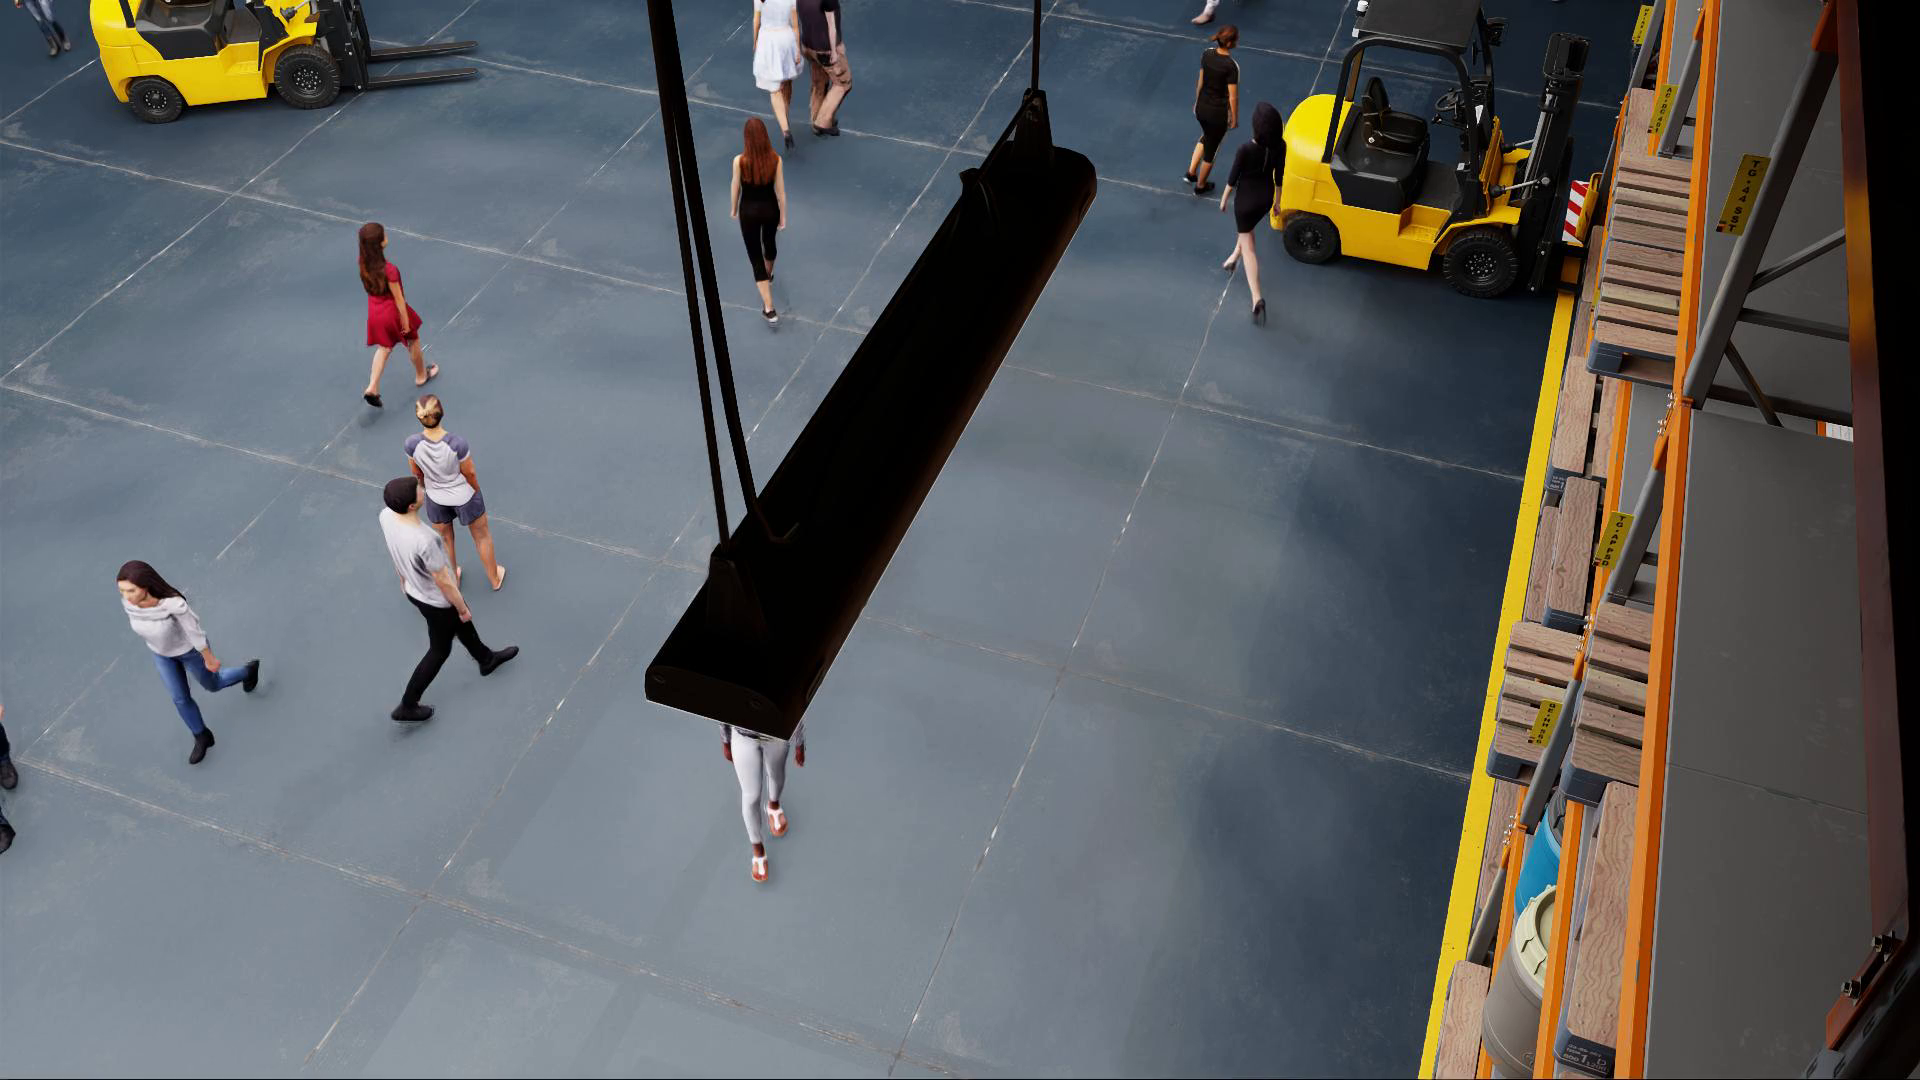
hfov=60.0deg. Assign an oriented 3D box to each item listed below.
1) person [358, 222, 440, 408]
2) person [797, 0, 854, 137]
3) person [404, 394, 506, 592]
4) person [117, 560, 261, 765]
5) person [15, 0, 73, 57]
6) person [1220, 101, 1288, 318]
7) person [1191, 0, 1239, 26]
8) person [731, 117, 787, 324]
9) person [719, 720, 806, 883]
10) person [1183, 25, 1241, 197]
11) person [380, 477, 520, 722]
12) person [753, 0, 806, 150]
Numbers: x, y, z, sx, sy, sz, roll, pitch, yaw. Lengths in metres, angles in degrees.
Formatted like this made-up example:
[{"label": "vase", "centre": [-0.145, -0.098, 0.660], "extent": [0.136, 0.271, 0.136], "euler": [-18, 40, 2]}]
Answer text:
[{"label": "person", "centre": [-4.395, -1.698, 12.660], "extent": [0.561, 1.532, 0.954], "euler": [16, 46, 17]}, {"label": "person", "centre": [-1.356, -4.569, 15.460], "extent": [0.839, 1.826, 0.815], "euler": [-30, 51, -28]}, {"label": "person", "centre": [-3.395, -0.290, 11.118], "extent": [0.637, 1.620, 0.646], "euler": [-4, 44, -4]}, {"label": "person", "centre": [-4.708, 0.626, 10.170], "extent": [0.675, 1.603, 0.992], "euler": [10, 45, 11]}, {"label": "person", "centre": [-9.400, -5.583, 16.899], "extent": [0.608, 1.311, 0.634], "euler": [-5, 44, -5]}, {"label": "person", "centre": [2.404, -2.632, 13.478], "extent": [1.063, 1.757, 1.193], "euler": [-13, 45, -13]}, {"label": "person", "centre": [2.817, -6.320, 17.268], "extent": [1.202, 1.868, 1.046], "euler": [-27, 50, -25]}, {"label": "person", "centre": [-1.616, -2.561, 13.451], "extent": [1.028, 1.690, 1.186], "euler": [-11, 45, -12]}, {"label": "person", "centre": [-1.149, 1.101, 9.593], "extent": [0.876, 1.710, 0.981], "euler": [-9, 44, -9]}, {"label": "person", "centre": [2.195, -3.773, 14.748], "extent": [0.760, 1.656, 0.722], "euler": [-30, 51, -28]}, {"label": "person", "centre": [-3.323, 0.386, 10.255], "extent": [1.297, 1.832, 1.045], "euler": [-33, 52, -30]}, {"label": "person", "centre": [-1.678, -4.450, 15.367], "extent": [1.019, 1.784, 1.152], "euler": [-12, 45, -12]}]
